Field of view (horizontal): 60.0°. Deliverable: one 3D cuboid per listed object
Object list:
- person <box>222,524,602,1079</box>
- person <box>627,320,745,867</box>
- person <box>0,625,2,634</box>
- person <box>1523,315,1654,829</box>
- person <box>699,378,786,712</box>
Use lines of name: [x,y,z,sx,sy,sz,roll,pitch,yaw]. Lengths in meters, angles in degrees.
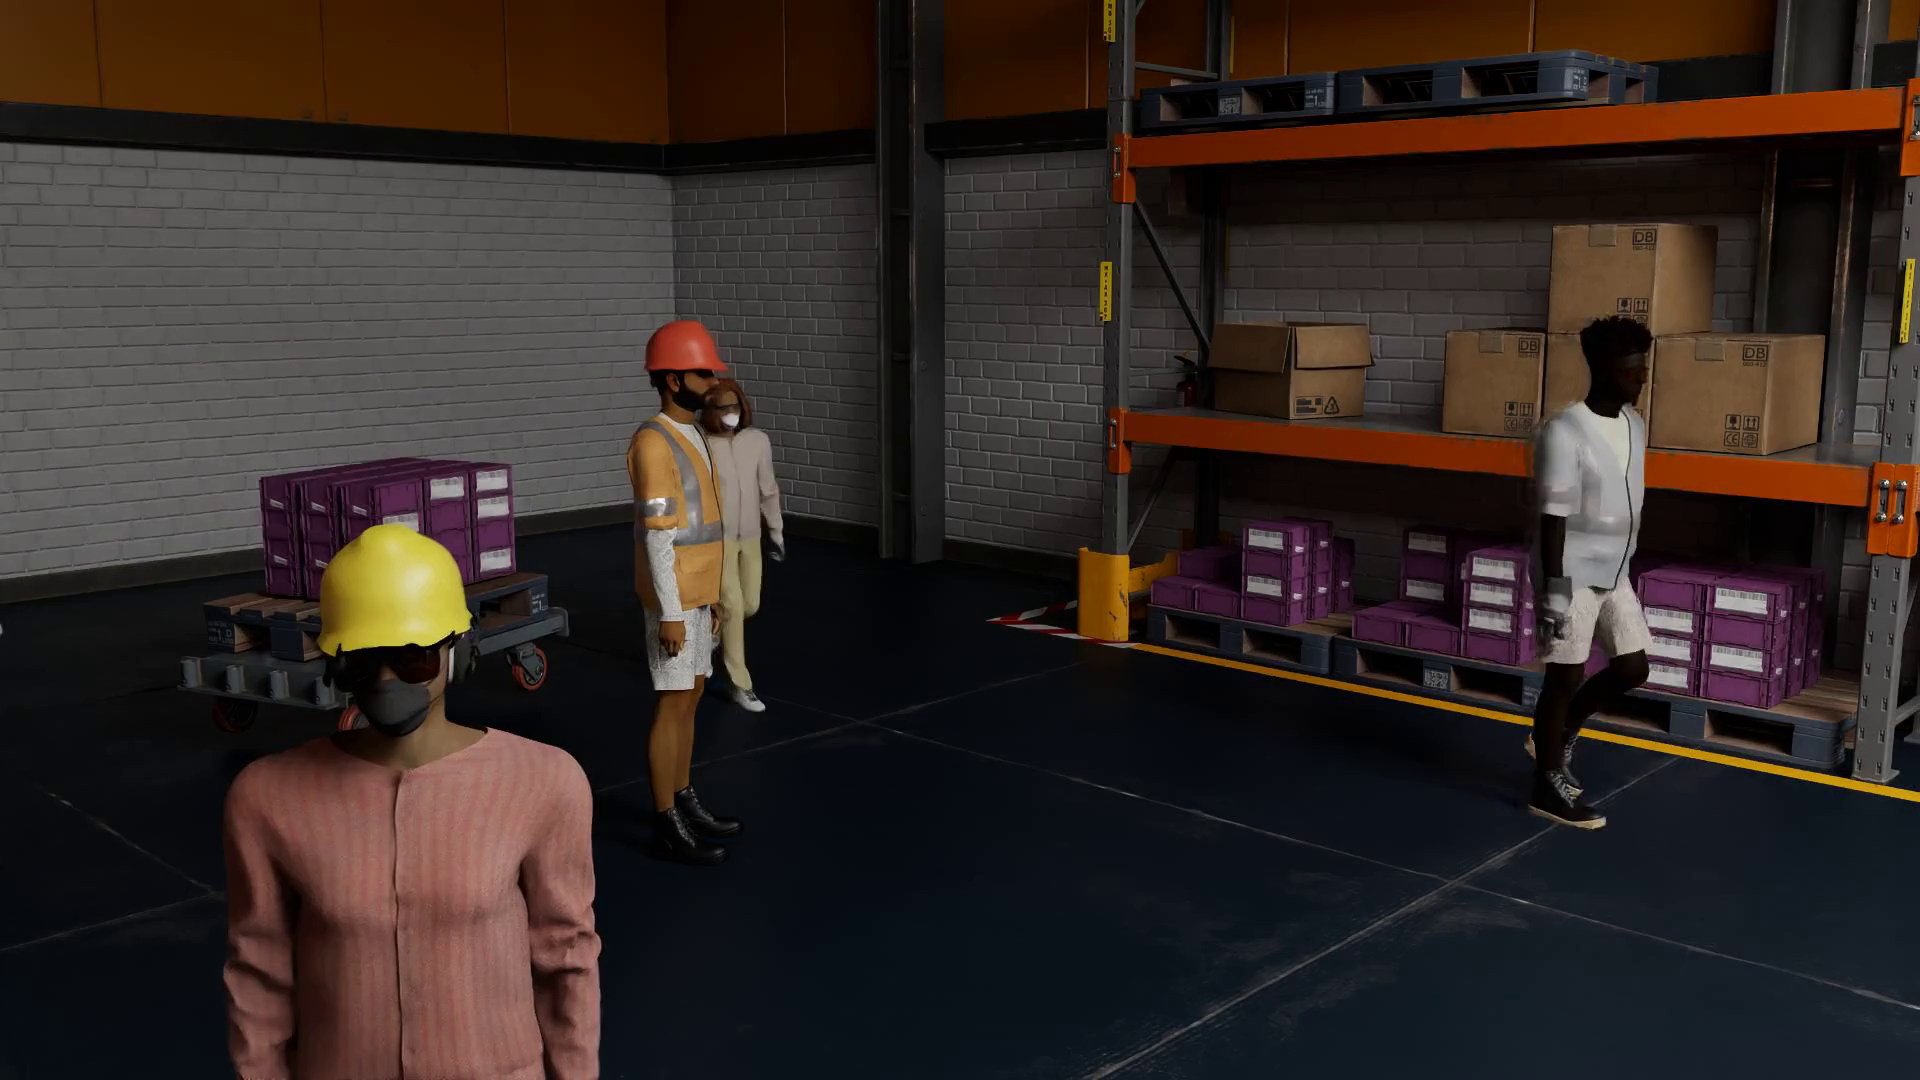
person: [-0.788,0.848,2.451,0.526,1.769,0.328,-2,10,-13]
person: [-0.983,0.185,5.982,0.350,1.941,0.545,1,9,5]
person: [-3.424,0.344,5.576,0.361,1.755,0.559,-6,11,-34]
person: [2.373,0.127,6.318,0.611,1.948,0.439,-6,11,-34]
person: [-1.160,0.000,8.130,0.509,1.605,0.664,-8,12,-40]
